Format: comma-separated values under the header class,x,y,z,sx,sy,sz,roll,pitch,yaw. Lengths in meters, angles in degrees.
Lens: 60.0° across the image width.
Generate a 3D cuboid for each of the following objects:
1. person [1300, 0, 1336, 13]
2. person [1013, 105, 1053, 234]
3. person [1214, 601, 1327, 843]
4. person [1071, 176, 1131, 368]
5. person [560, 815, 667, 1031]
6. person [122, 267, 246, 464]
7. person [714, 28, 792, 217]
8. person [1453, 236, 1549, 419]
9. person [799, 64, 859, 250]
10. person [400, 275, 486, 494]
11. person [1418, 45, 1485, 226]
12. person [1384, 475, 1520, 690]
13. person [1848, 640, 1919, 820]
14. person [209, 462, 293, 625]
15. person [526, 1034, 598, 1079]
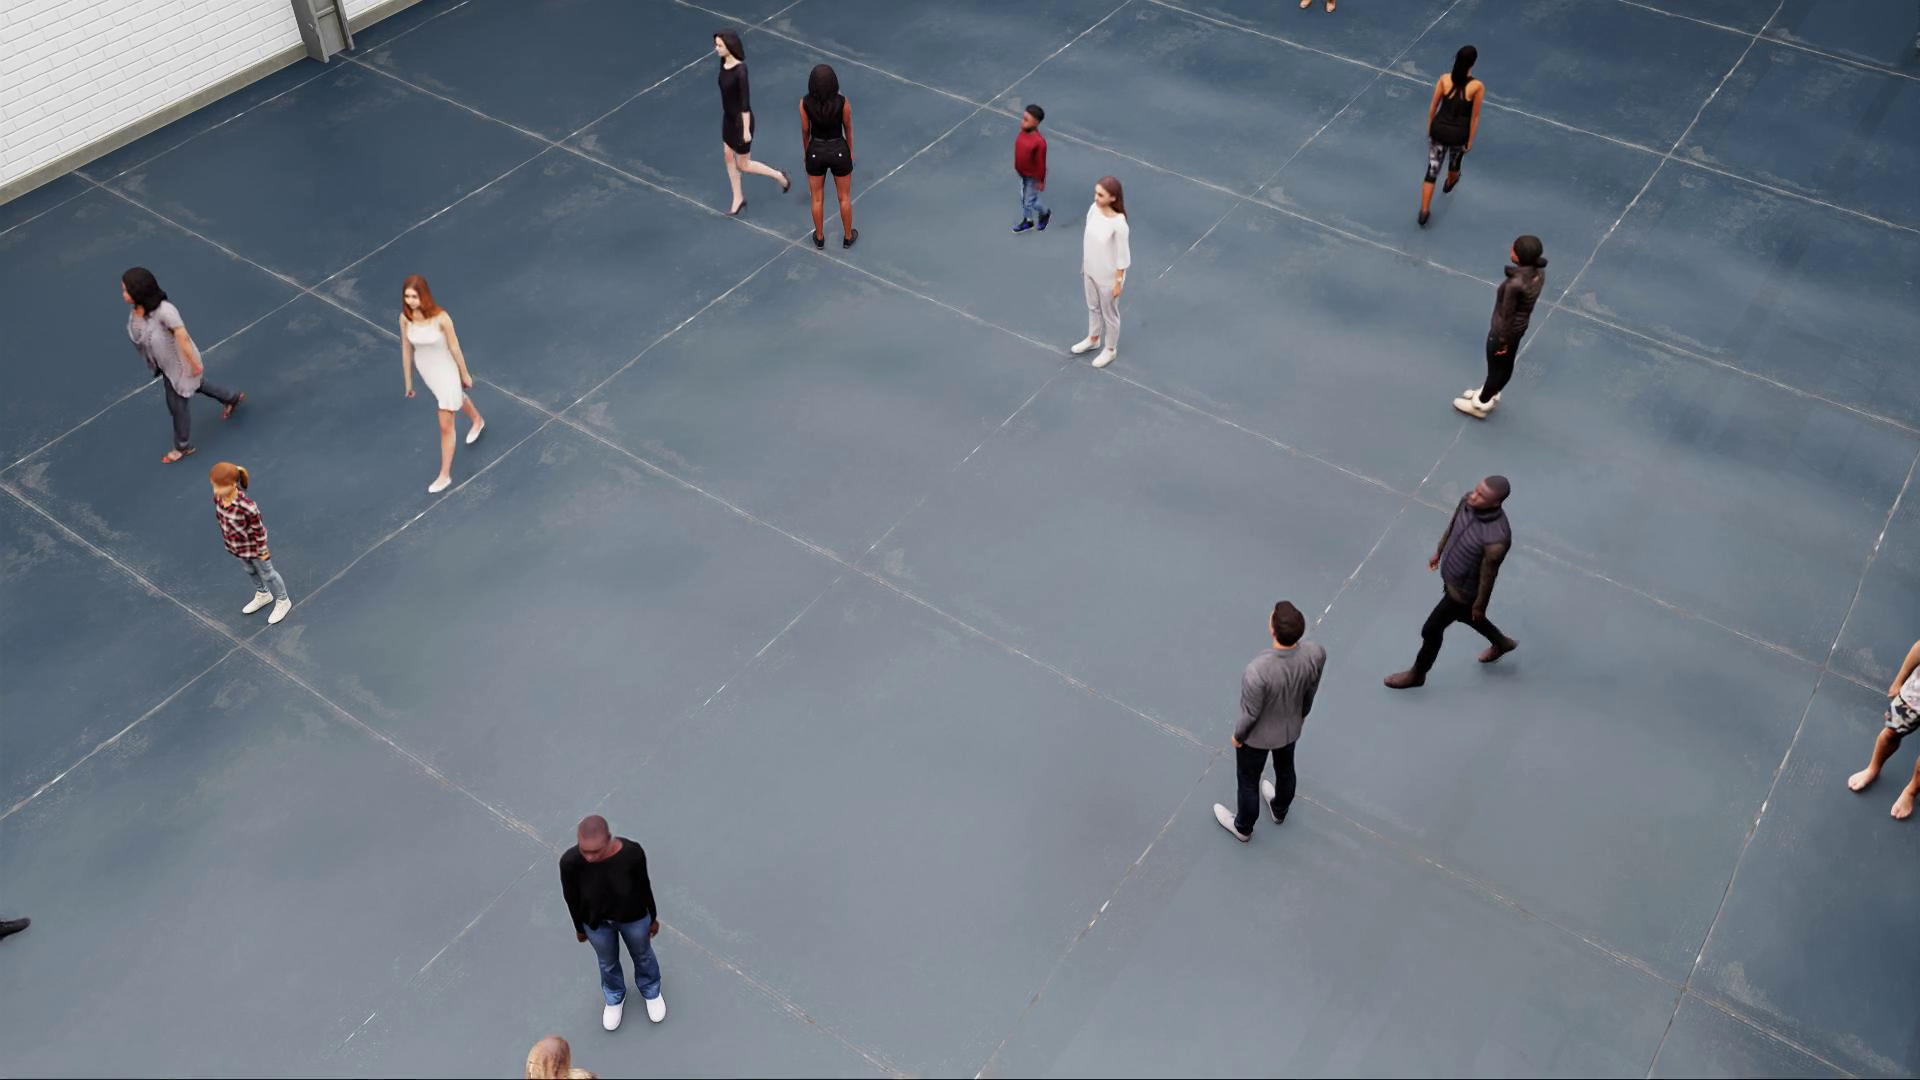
class,x,y,z,sx,sy,sz,roll,pitch,yaw
person,3.983,-6.597,17.754,0.705,1.835,0.633,15,46,16
person,0.670,-3.278,14.694,0.658,1.250,0.596,-26,49,-25
person,1.812,1.070,9.679,0.722,1.873,0.838,-18,46,-18
person,1.145,-2.140,13.182,0.624,1.688,0.661,-28,50,-26
person,-1.823,1.985,8.809,0.679,1.747,0.741,-8,44,-8
person,-5.849,-1.411,12.500,0.688,1.574,1.066,31,51,28
person,-1.877,-3.671,14.719,0.989,1.784,0.833,-21,47,-20
person,4.168,-1.594,12.629,0.667,1.658,0.609,7,44,7
person,-1.139,-3.307,14.369,0.670,1.741,0.700,-1,44,-1
person,-3.810,-1.272,12.294,0.856,1.656,1.218,10,45,10
person,4.305,-3.555,14.717,0.710,1.619,1.104,19,47,19
person,3.283,0.261,10.576,1.187,1.806,1.190,-2,44,-2
person,5.841,0.915,9.886,0.639,1.811,0.714,-33,53,-30
person,-4.805,-0.004,11.216,0.556,1.306,0.561,19,47,19
person,-1.839,2.995,7.802,0.843,1.674,0.482,16,46,16
